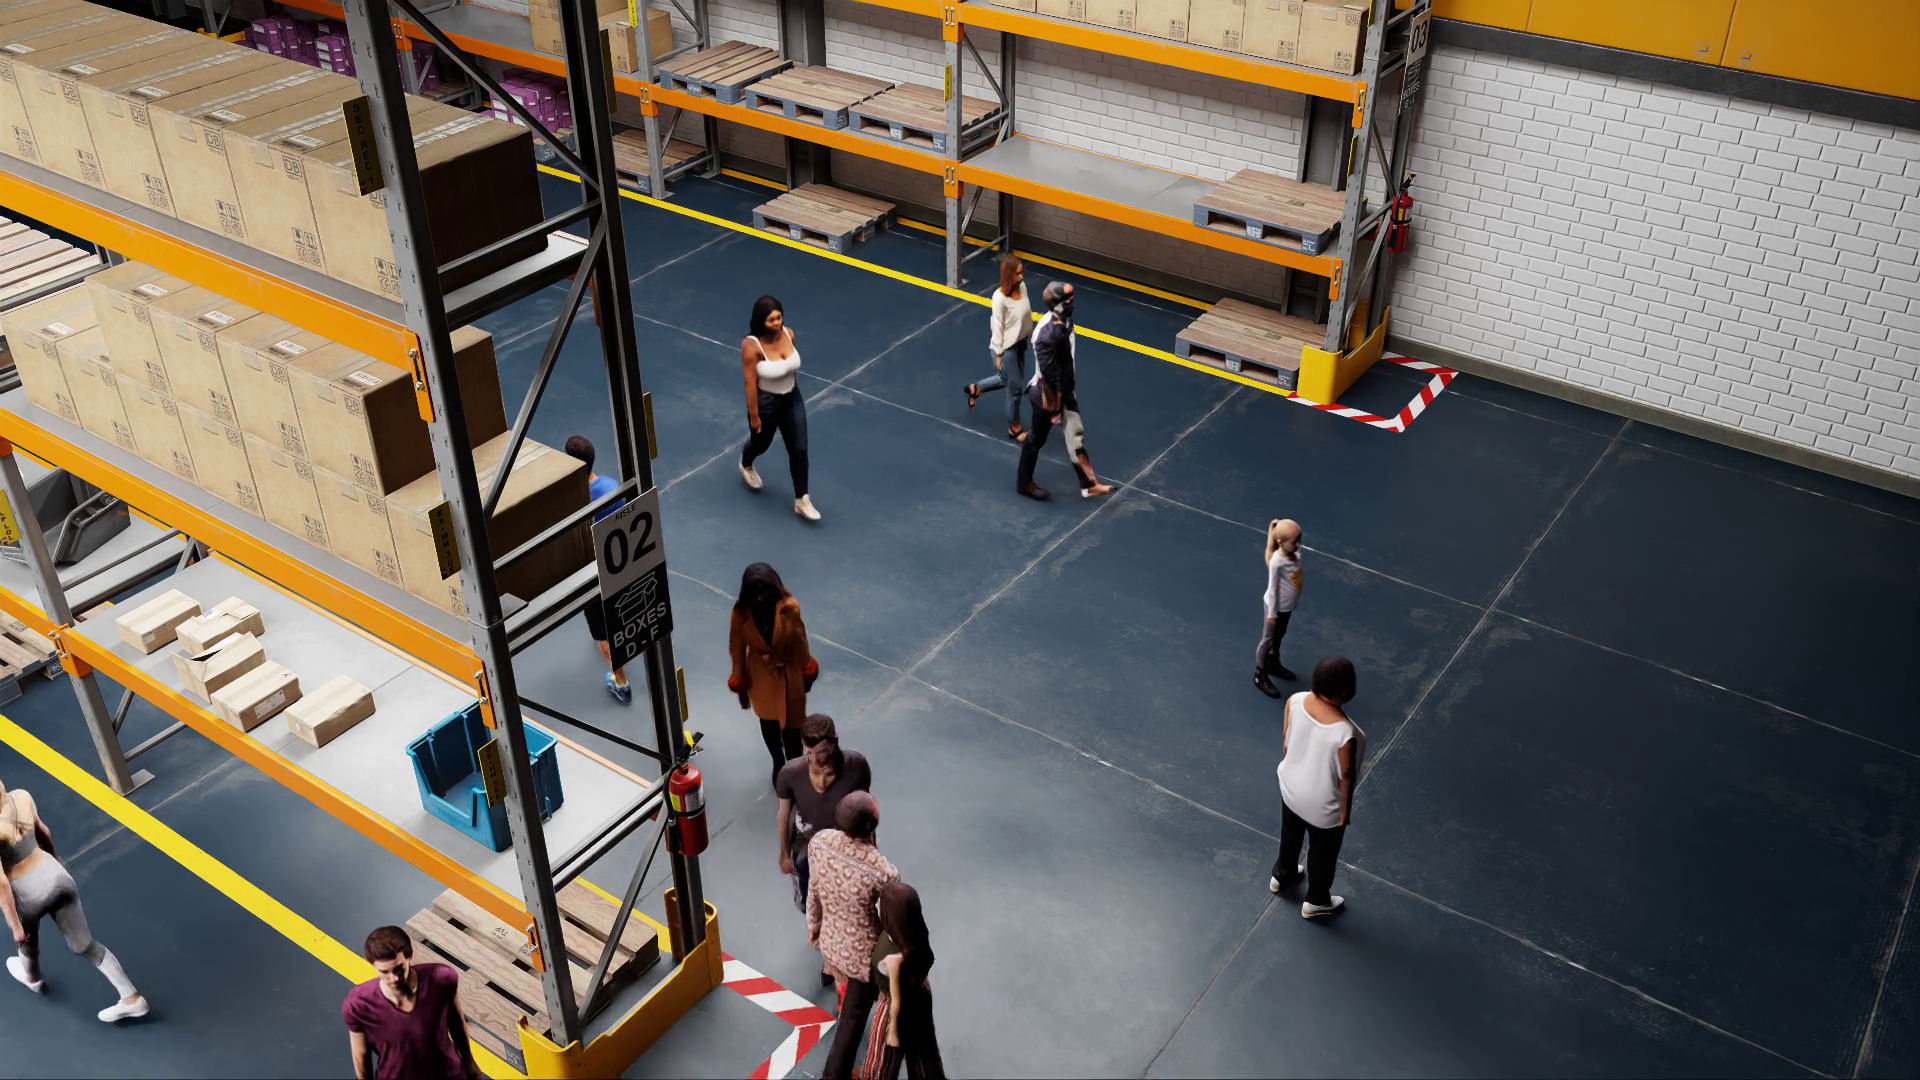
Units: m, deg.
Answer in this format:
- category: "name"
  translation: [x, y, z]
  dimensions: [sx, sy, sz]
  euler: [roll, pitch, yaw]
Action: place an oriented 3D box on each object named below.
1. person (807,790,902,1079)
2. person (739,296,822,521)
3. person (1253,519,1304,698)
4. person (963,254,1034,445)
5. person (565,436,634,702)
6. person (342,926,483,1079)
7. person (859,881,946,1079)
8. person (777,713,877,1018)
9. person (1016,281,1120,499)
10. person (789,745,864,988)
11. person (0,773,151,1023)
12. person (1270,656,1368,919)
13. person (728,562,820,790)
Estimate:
- category: "person"
  translation: [-0.542, 2.022, 8.092]
  dimensions: [1.123, 1.760, 0.825]
  euler: [26, 42, 33]
- category: "person"
  translation: [-1.480, -1.045, 12.699]
  dimensions: [0.878, 1.768, 1.262]
  euler: [-24, 41, -32]
- category: "person"
  translation: [2.098, 0.412, 10.948]
  dimensions: [0.498, 1.279, 0.487]
  euler: [23, 40, 30]
- category: "person"
  translation: [0.327, -1.578, 13.599]
  dimensions: [0.918, 1.660, 0.638]
  euler: [19, 38, 26]
- category: "person"
  translation: [-2.296, 0.238, 10.711]
  dimensions: [0.835, 1.833, 1.109]
  euler: [-23, 40, -30]
- category: "person"
  translation: [-2.413, 2.401, 7.437]
  dimensions: [0.740, 1.855, 0.724]
  euler: [-16, 37, -22]
- category: "person"
  translation: [-0.237, 2.209, 7.990]
  dimensions: [0.806, 1.562, 0.690]
  euler: [8, 34, 11]
- category: "person"
  translation: [-0.697, 1.562, 8.738]
  dimensions: [1.081, 1.811, 1.216]
  euler: [-8, 34, -11]
- category: "person"
  translation: [0.626, -1.128, 12.742]
  dimensions: [1.093, 1.860, 0.842]
  euler: [14, 36, 20]
- category: "person"
  translation: [-0.699, 1.635, 8.763]
  dimensions: [0.814, 1.663, 0.843]
  euler: [13, 36, 18]
- category: "person"
  translation: [-4.613, 1.850, 8.460]
  dimensions: [1.214, 1.640, 0.862]
  euler: [8, 34, 12]
- category: "person"
  translation: [1.983, 1.346, 9.176]
  dimensions: [0.806, 1.686, 0.679]
  euler: [-19, 38, -27]
- category: "person"
  translation: [-1.125, 0.792, 9.992]
  dimensions: [0.874, 1.704, 0.938]
  euler: [-2, 34, -2]
